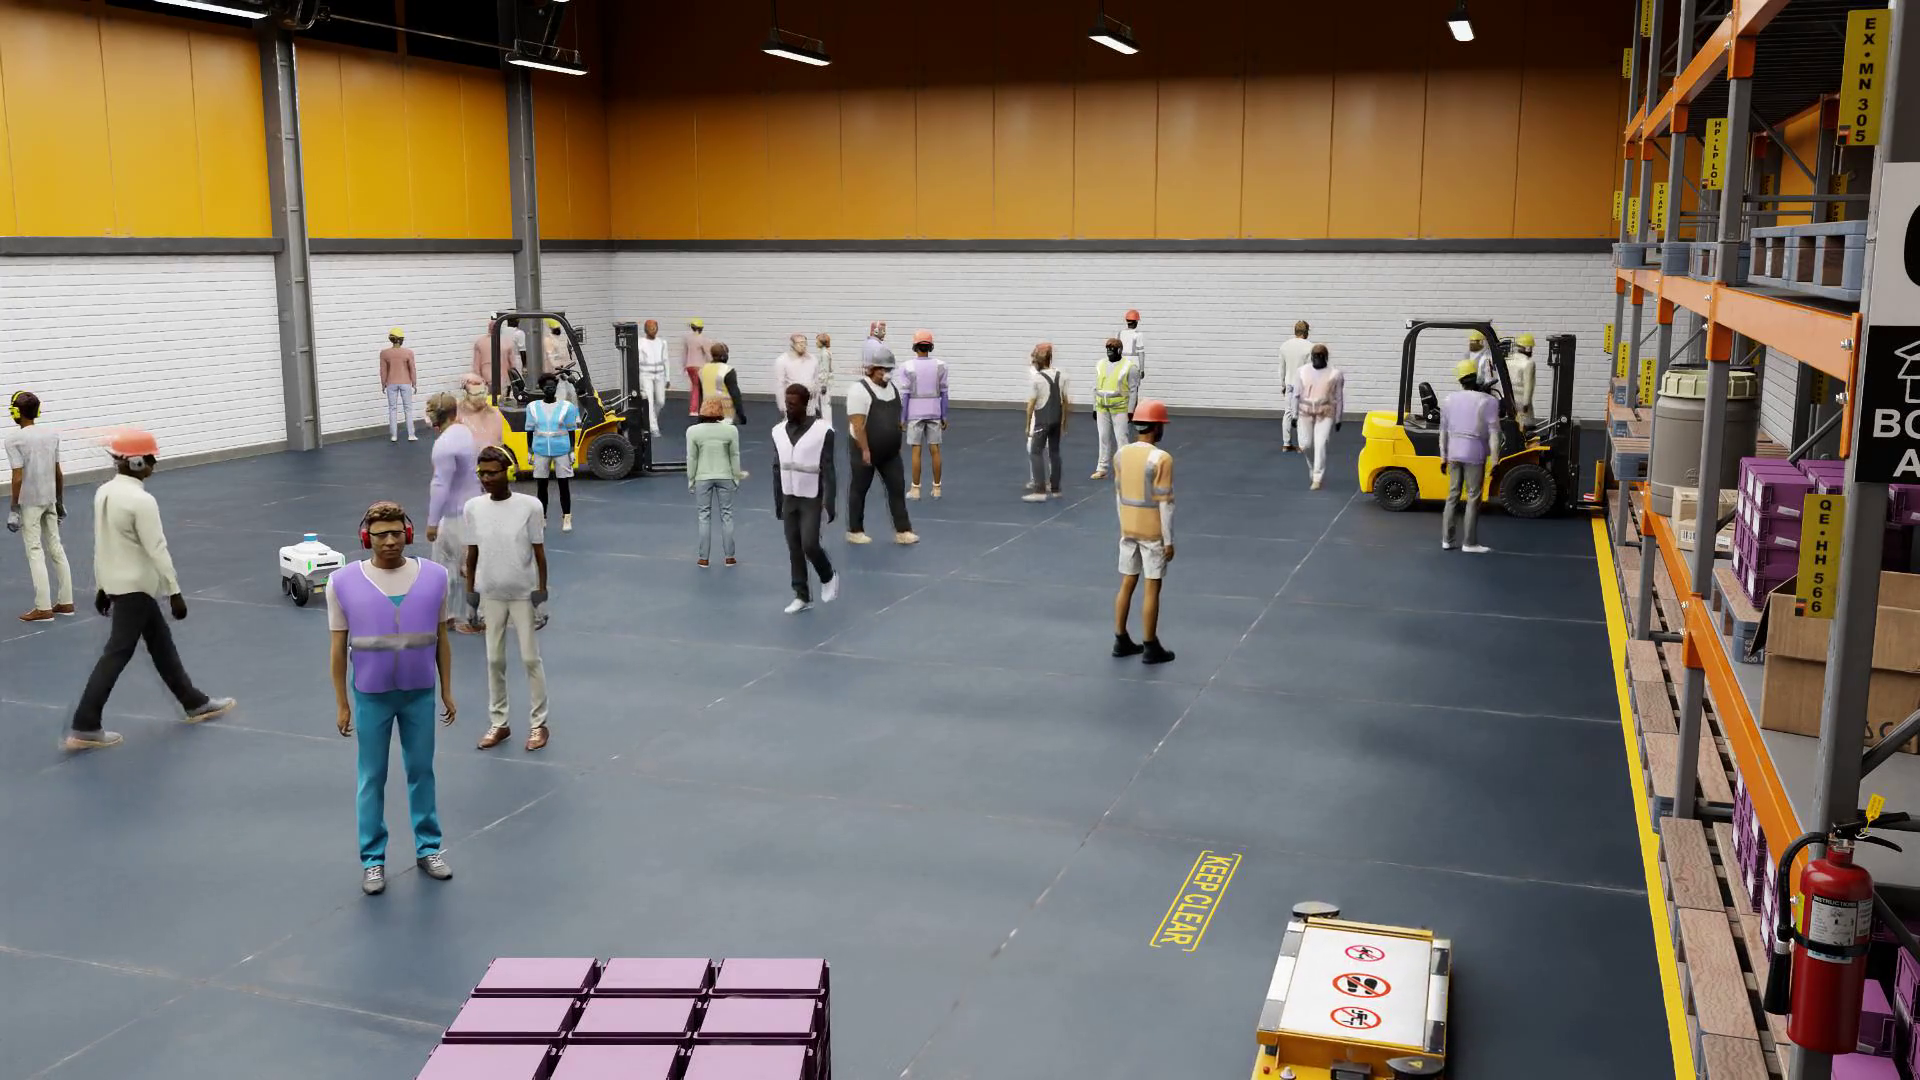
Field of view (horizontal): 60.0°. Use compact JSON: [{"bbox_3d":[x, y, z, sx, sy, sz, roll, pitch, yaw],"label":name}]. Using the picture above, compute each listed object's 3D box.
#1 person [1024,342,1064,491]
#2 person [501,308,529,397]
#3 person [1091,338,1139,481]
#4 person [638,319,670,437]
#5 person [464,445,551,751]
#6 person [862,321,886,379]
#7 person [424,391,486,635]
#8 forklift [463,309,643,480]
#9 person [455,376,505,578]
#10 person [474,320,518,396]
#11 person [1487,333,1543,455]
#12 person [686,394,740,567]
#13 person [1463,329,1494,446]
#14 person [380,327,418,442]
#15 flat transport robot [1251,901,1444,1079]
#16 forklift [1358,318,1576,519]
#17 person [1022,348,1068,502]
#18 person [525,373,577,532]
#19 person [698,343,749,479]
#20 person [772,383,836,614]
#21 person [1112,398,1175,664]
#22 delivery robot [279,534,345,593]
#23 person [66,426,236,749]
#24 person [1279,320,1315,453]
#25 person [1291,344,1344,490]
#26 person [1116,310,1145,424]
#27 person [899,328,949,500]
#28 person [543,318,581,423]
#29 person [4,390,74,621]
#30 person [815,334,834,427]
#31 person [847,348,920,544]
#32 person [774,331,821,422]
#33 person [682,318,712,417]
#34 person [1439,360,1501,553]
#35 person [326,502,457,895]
[{"bbox_3d":[1.057,-1.501,20.397,0.589,1.853,0.610,8,13,39],"label":"person"},{"bbox_3d":[-7.604,-2.952,28.264,0.608,1.963,0.374,4,11,24],"label":"person"},{"bbox_3d":[1.970,-1.679,21.436,0.619,1.845,0.430,7,12,33],"label":"person"},{"bbox_3d":[-4.904,-2.586,26.468,0.600,1.876,0.614,-7,12,-34],"label":"person"},{"bbox_3d":[-2.710,0.350,9.978,0.515,1.862,0.354,1,10,6],"label":"person"},{"bbox_3d":[-1.242,-2.323,24.903,0.401,1.901,0.642,-3,11,-19],"label":"person"},{"bbox_3d":[-3.999,-0.191,12.858,0.801,1.907,0.660,-1,10,-5],"label":"person"},{"bbox_3d":[-5.354,-1.902,21.697,2.313,2.155,1.214,-2,10,-13],"label":"forklift"},{"bbox_3d":[-4.272,-0.532,14.946,0.896,1.861,0.633,10,14,44],"label":"person"},{"bbox_3d":[-7.346,-2.541,26.290,0.656,1.855,0.990,-1,10,-3],"label":"person"},{"bbox_3d":[7.890,-2.034,23.581,0.904,1.800,0.606,-4,11,-23],"label":"person"},{"bbox_3d":[-2.322,-0.554,15.689,0.503,1.633,0.280,-2,10,-12],"label":"person"},{"bbox_3d":[7.772,-2.279,24.984,0.927,1.791,0.598,-7,12,-33],"label":"person"},{"bbox_3d":[-8.658,-2.392,25.671,0.533,1.765,0.322,-2,10,-10],"label":"person"},{"bbox_3d":[1.544,1.772,6.422,0.652,0.197,1.431,3,11,17],"label":"flat transport robot"},{"bbox_3d":[5.787,-1.437,19.079,2.313,2.155,1.214,3,11,19],"label":"forklift"},{"bbox_3d":[1.005,-1.357,19.710,0.766,1.819,0.397,-8,13,-37],"label":"person"},{"bbox_3d":[-4.314,-0.920,17.563,0.541,1.698,0.315,-1,10,-4],"label":"person"},{"bbox_3d":[-3.054,-1.598,21.153,0.614,1.798,0.972,9,14,43],"label":"person"},{"bbox_3d":[-1.283,-0.345,13.728,0.615,1.907,0.479,5,11,28],"label":"person"},{"bbox_3d":[1.365,-0.067,12.105,0.372,1.931,0.546,-8,13,-39],"label":"person"},{"bbox_3d":[-5.561,0.189,14.274,0.477,0.478,0.707,-9,13,-41],"label":"delivery robot"},{"bbox_3d":[-5.047,0.272,10.184,0.645,1.940,1.054,9,14,42],"label":"person"},{"bbox_3d":[4.952,-2.237,24.309,0.355,1.936,0.636,-10,14,-43],"label":"person"},{"bbox_3d":[4.489,-1.561,20.859,0.648,1.818,0.695,5,11,24],"label":"person"},{"bbox_3d":[2.909,-2.942,28.278,0.551,1.935,0.375,7,12,36],"label":"person"},{"bbox_3d":[-0.439,-1.488,19.792,0.607,2.044,0.371,-3,11,-18],"label":"person"},{"bbox_3d":[-6.648,-2.835,27.881,0.438,1.872,0.715,3,11,19],"label":"person"},{"bbox_3d":[-7.469,-0.273,13.443,0.309,1.868,0.535,3,11,18],"label":"person"},{"bbox_3d":[-2.160,-2.451,26.398,0.311,1.627,0.570,-2,10,-8],"label":"person"},{"bbox_3d":[-0.784,-0.942,16.726,0.703,2.000,0.909,-9,13,-40],"label":"person"},{"bbox_3d":[-2.121,-1.798,21.931,0.651,1.905,0.405,-7,12,-33],"label":"person"},{"bbox_3d":[-4.628,-3.065,29.534,0.546,1.734,0.770,5,11,28],"label":"person"},{"bbox_3d":[4.997,-0.807,16.382,0.383,1.900,0.628,-10,14,-44],"label":"person"},{"bbox_3d":[-2.678,0.726,7.881,0.566,1.846,0.389,-7,12,-33],"label":"person"}]
